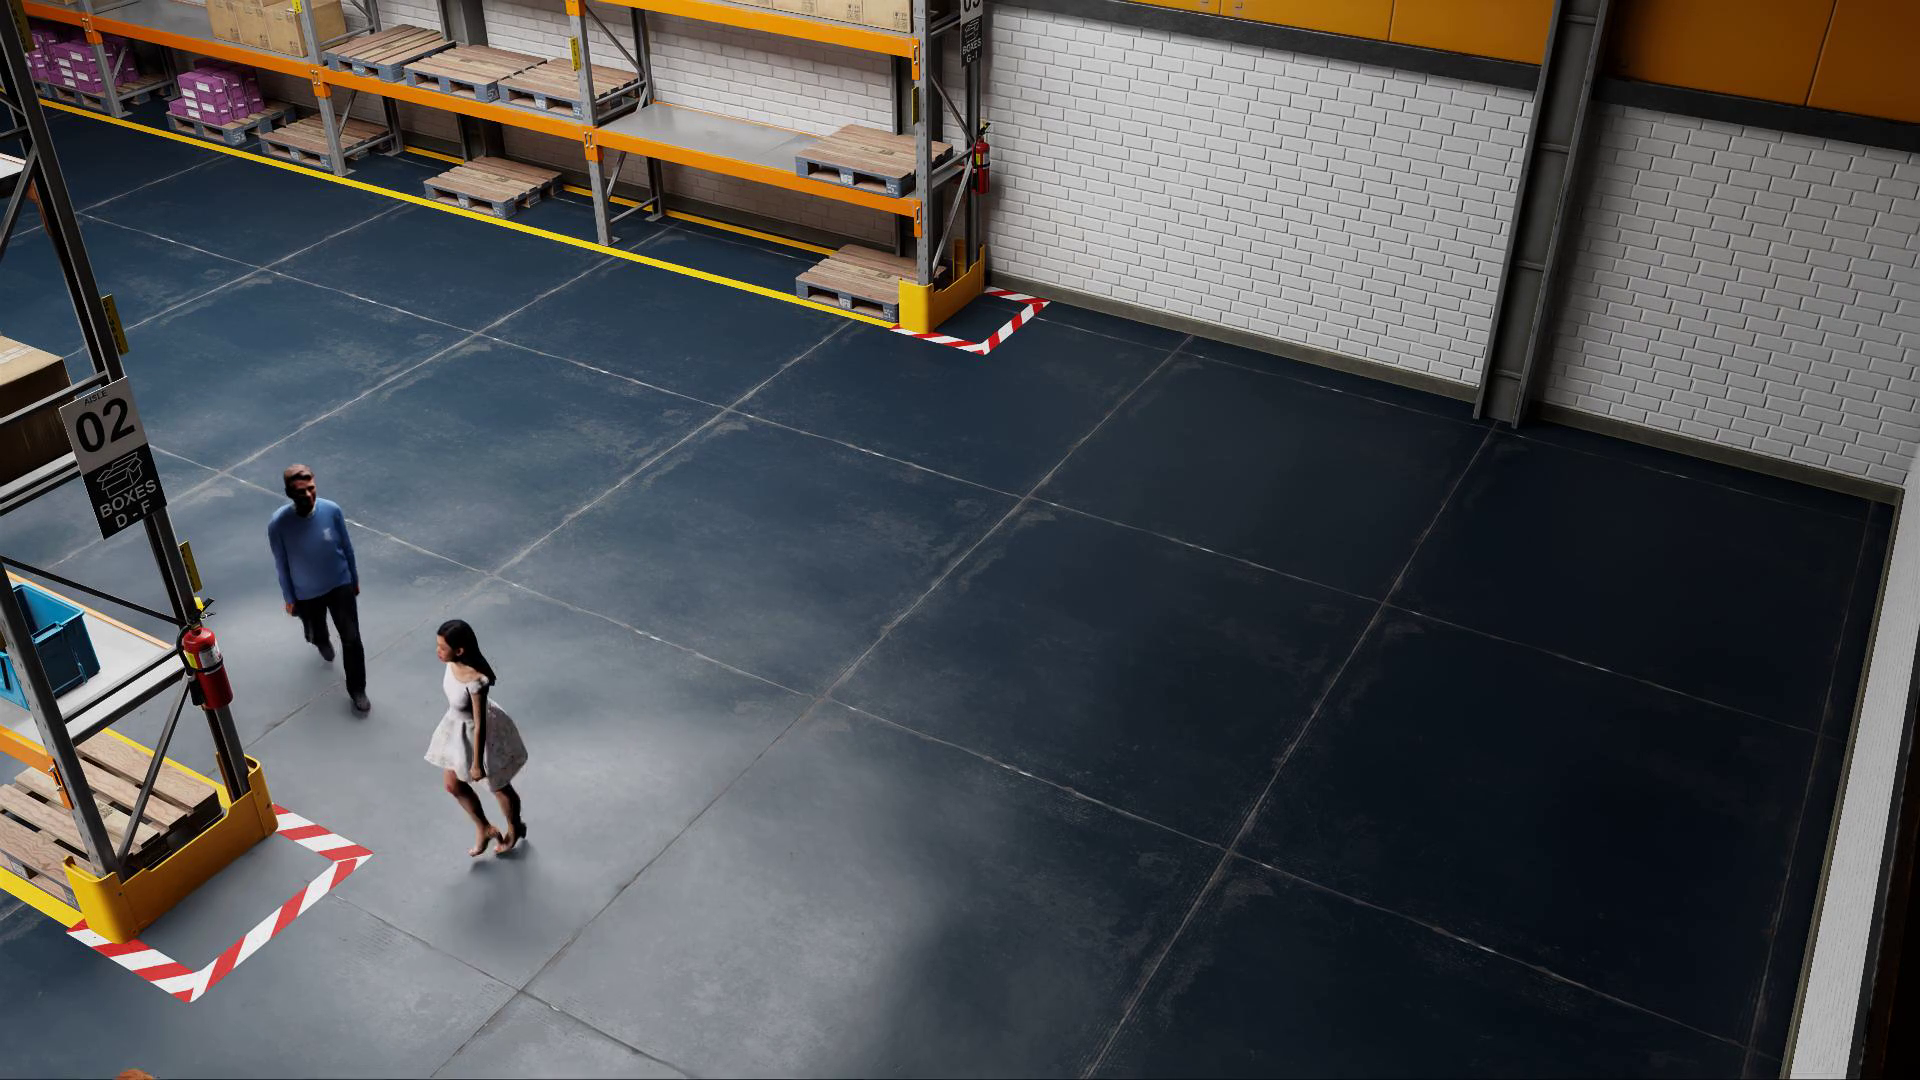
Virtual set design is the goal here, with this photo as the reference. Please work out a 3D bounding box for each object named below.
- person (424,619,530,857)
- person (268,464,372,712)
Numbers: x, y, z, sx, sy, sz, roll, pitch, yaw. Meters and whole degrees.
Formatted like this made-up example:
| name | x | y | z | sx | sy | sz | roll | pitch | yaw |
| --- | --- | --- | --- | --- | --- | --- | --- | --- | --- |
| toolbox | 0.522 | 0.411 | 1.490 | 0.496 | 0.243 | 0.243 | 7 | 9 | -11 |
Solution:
| name | x | y | z | sx | sy | sz | roll | pitch | yaw |
| --- | --- | --- | --- | --- | --- | --- | --- | --- | --- |
| person | -2.721 | 1.158 | 9.724 | 0.852 | 1.761 | 0.820 | -22 | 40 | -30 |
| person | -4.264 | 0.265 | 11.033 | 0.995 | 1.798 | 1.165 | -18 | 38 | -25 |
